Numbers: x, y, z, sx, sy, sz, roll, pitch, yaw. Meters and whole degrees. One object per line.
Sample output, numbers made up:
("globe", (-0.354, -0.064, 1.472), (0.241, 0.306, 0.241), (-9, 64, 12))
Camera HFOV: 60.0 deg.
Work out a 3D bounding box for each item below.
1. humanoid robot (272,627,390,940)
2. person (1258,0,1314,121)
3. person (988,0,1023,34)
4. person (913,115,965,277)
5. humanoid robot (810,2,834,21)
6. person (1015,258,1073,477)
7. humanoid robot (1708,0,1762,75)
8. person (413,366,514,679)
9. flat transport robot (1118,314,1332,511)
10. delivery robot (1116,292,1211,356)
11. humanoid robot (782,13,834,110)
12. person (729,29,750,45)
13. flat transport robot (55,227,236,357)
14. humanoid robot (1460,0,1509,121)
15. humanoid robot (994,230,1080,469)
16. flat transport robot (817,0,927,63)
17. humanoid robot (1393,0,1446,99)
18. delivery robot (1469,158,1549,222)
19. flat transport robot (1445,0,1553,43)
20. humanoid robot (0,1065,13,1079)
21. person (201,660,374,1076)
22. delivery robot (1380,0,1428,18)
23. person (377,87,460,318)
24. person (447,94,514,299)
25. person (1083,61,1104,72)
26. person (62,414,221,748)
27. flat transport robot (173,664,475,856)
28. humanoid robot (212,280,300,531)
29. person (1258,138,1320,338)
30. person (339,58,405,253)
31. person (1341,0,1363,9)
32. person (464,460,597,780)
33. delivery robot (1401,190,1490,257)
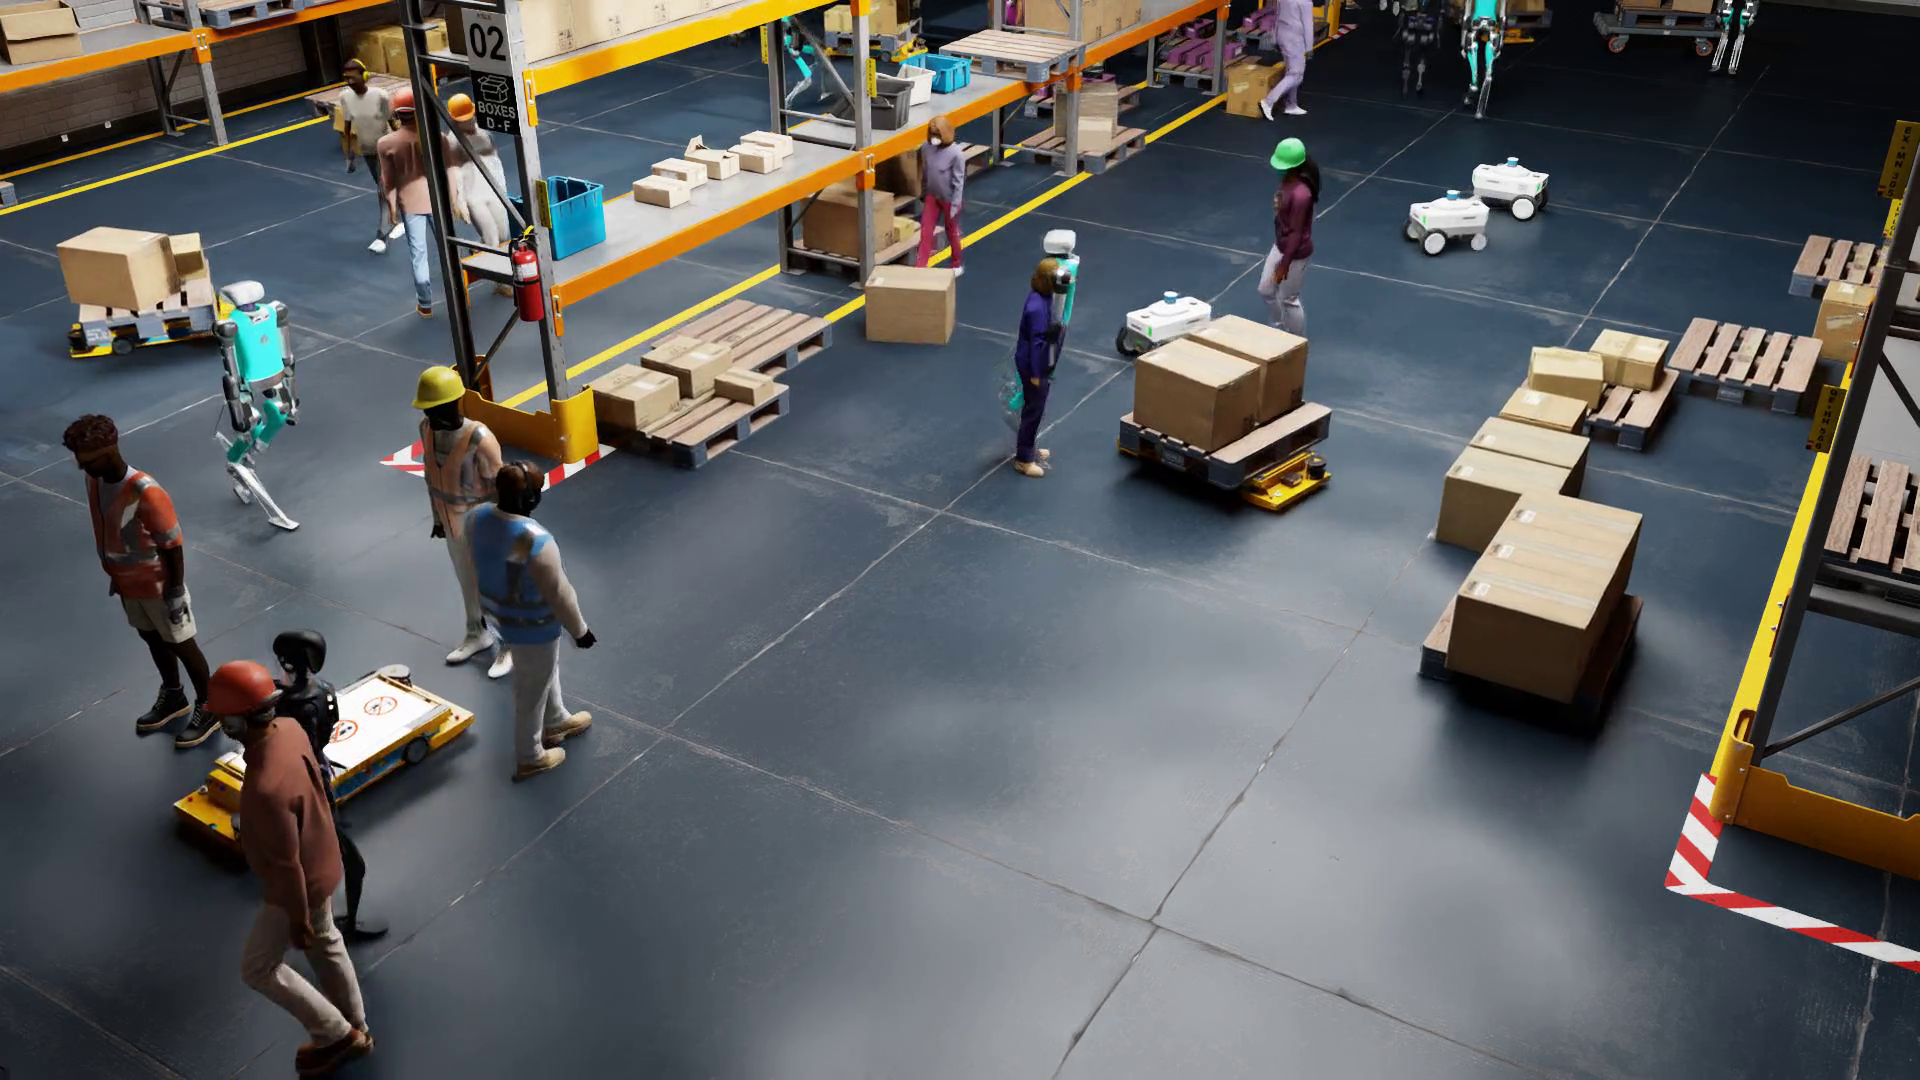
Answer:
("humanoid robot", (-2.923, 1.109, 7.565), (0.448, 1.644, 0.609), (-13, 32, -22))
("person", (3.933, -5.924, 19.785), (0.765, 1.874, 0.651), (-9, 31, -15))
("person", (0.537, -6.541, 20.949), (0.520, 1.800, 0.937), (10, 31, 17))
("person", (-0.215, -3.042, 14.971), (0.563, 1.587, 0.801), (20, 35, 31))
("humanoid robot", (-1.992, -8.451, 24.470), (0.613, 1.644, 0.392), (7, 30, 13))
("person", (0.591, -1.235, 11.758), (0.395, 1.604, 0.521), (9, 31, 16))
("humanoid robot", (10.112, -6.916, 21.552), (0.533, 1.673, 0.735), (16, 33, 27))
("person", (-2.795, -0.098, 9.432), (0.589, 1.926, 0.384), (18, 34, 28))
("flat transport robot", (1.900, -0.620, 12.038), (1.431, 0.231, 0.659), (26, 39, 38))
("delivery robot", (1.696, -1.738, 13.744), (0.789, 0.613, 0.499), (-19, 34, -30))
("humanoid robot", (-1.849, -6.110, 20.307), (1.024, 1.778, 0.539), (-14, 32, -23))
("person", (-3.173, -7.960, 23.373), (0.629, 1.909, 0.947), (8, 30, 13))
("flat transport robot", (-6.818, -1.853, 14.220), (1.431, 0.231, 0.659), (-12, 32, -20))
("humanoid robot", (6.240, -5.898, 19.928), (0.562, 1.754, 1.057), (8, 30, 13))
("humanoid robot", (0.473, -1.339, 11.817), (0.715, 1.774, 0.530), (3, 30, 5))
("flat transport robot", (-1.230, -6.806, 22.981), (1.431, 0.231, 0.659), (9, 31, 15))
("humanoid robot", (5.726, -6.371, 20.781), (0.586, 1.648, 0.337), (7, 30, 13))
("delivery robot", (5.622, -3.624, 17.034), (0.739, 0.566, 0.499), (16, 33, 27))
("flat transport robot", (7.729, -7.440, 24.102), (0.659, 0.231, 1.431), (-3, 30, -5))
("humanoid robot", (-4.140, 1.719, 6.532), (0.790, 1.634, 0.599), (-7, 30, -12))
("person", (-2.754, 1.369, 6.796), (0.464, 1.966, 0.628), (-5, 30, -9))
("delivery robot", (6.736, -8.250, 25.264), (0.499, 0.614, 0.803), (-10, 31, -17))
("person", (-4.615, -2.891, 14.304), (0.609, 1.995, 0.376), (-10, 31, -17))
("person", (-4.276, -3.051, 14.729), (0.606, 1.855, 0.592), (17, 34, 28))
("person", (1.511, -7.046, 21.970), (0.919, 1.672, 0.585), (13, 32, 21))
("person", (-4.343, 0.216, 8.845), (0.607, 1.956, 0.392), (18, 34, 28))
("flat transport robot", (-3.376, 1.154, 8.900), (0.659, 0.231, 1.431), (18, 34, 29))
("humanoid robot", (-4.810, -0.895, 11.094), (0.855, 1.832, 0.545), (16, 33, 25))
("person", (2.643, -2.326, 13.394), (0.550, 1.903, 0.534), (-5, 30, -9))
("person", (-5.608, -3.675, 15.869), (0.519, 1.812, 0.979), (4, 30, 8))
("person", (6.032, -9.040, 25.421), (0.325, 1.752, 0.562), (-9, 31, -16))
("person", (-2.157, 0.387, 8.680), (0.648, 1.818, 0.687), (24, 38, 36))
("delivery robot", (4.707, -3.070, 16.099), (0.814, 0.611, 0.499), (-5, 30, -9))
